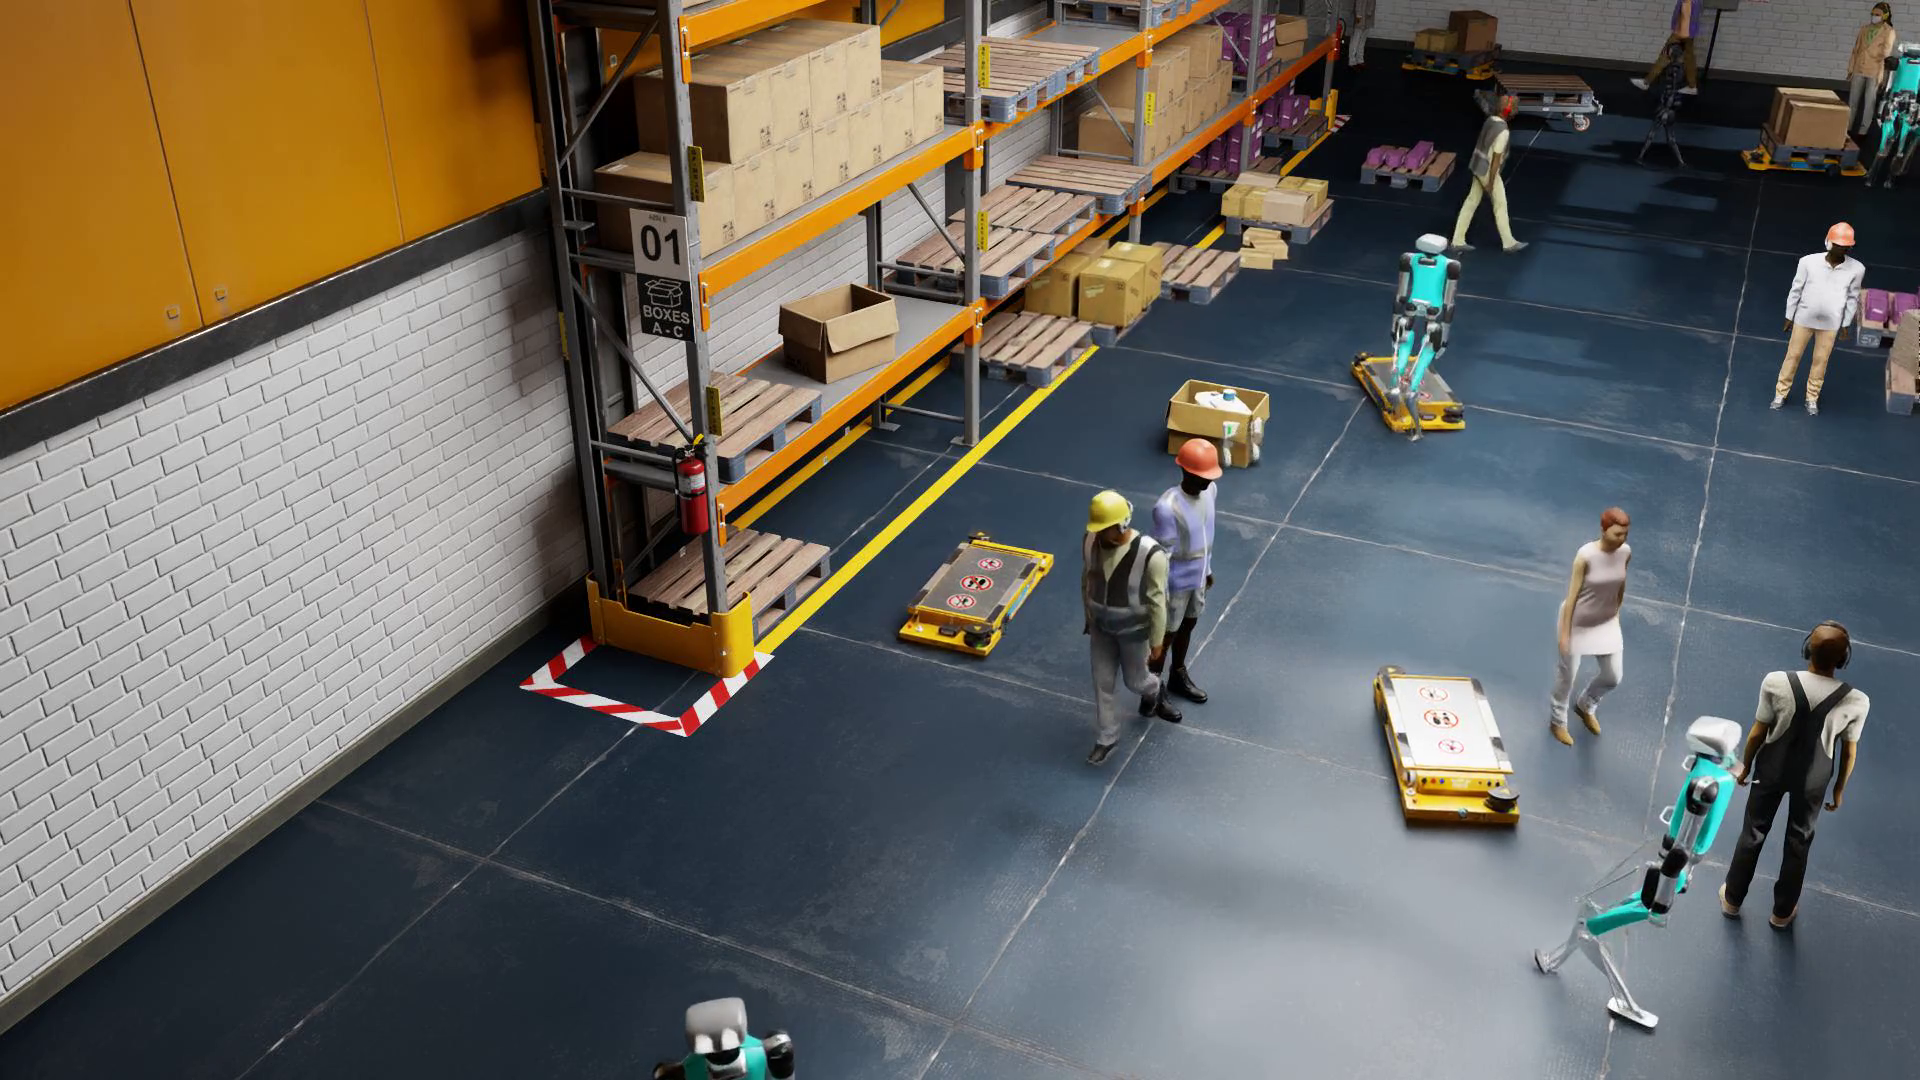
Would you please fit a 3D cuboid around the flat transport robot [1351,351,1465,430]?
[{"bbox_3d":[4.101,-1.376,15.279,0.659,0.231,1.431,-1,28,-3],"label":"flat transport robot"}]

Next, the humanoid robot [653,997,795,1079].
[{"bbox_3d":[-0.931,2.459,6.693,0.548,1.859,0.695,-9,30,-17],"label":"humanoid robot"}]

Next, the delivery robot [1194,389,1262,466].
[{"bbox_3d":[2.287,-1.013,14.313,0.499,0.602,0.801,-9,30,-16],"label":"delivery robot"}]

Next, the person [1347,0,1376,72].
[{"bbox_3d":[6.564,-8.555,26.950,0.364,1.830,0.502,25,37,38],"label":"person"}]

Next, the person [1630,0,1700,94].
[{"bbox_3d":[11.010,-7.820,25.529,0.999,1.875,0.567,18,33,30],"label":"person"}]

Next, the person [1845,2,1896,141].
[{"bbox_3d":[12.638,-6.522,23.147,0.390,1.871,0.548,-17,33,-28],"label":"person"}]

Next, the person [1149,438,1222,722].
[{"bbox_3d":[1.441,0.238,10.533,0.371,1.933,0.551,24,37,37],"label":"person"}]

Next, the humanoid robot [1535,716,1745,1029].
[{"bbox_3d":[3.274,1.622,8.253,0.834,1.858,0.568,17,33,29],"label":"humanoid robot"}]

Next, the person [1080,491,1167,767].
[{"bbox_3d":[1.015,0.487,10.225,0.615,1.785,0.723,17,33,29],"label":"person"}]

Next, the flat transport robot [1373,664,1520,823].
[{"bbox_3d":[3.018,1.255,10.402,0.659,0.231,1.431,2,28,4],"label":"flat transport robot"}]

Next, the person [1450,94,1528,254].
[{"bbox_3d":[6.066,-4.114,18.743,0.908,1.800,0.576,-4,29,-6],"label":"person"}]

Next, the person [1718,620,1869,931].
[{"bbox_3d":[4.384,1.246,8.760,0.512,1.842,0.329,13,31,23],"label":"person"}]

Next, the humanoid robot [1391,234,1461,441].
[{"bbox_3d":[3.889,-1.697,14.319,0.544,1.771,0.725,17,33,29],"label":"humanoid robot"}]

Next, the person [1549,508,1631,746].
[{"bbox_3d":[3.889,0.544,10.261,0.460,1.645,0.351,-5,29,-9],"label":"person"}]

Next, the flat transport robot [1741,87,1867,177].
[{"bbox_3d":[11.207,-5.045,22.084,1.431,0.231,0.659,7,29,13],"label":"flat transport robot"}]

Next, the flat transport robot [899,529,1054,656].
[{"bbox_3d":[0.142,0.367,12.048,0.659,0.231,1.431,11,30,19],"label":"flat transport robot"}]

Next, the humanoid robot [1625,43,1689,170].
[{"bbox_3d":[9.316,-5.694,21.866,0.785,1.635,0.605,6,29,12],"label":"humanoid robot"}]

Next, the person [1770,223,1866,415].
[{"bbox_3d":[7.651,-1.977,14.824,0.568,1.755,0.319,11,30,20],"label":"person"}]

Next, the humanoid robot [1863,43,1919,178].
[{"bbox_3d":[12.174,-5.521,21.437,0.893,1.774,0.567,-14,31,-25],"label":"humanoid robot"}]

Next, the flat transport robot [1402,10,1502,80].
[{"bbox_3d":[7.987,-7.705,27.015,1.431,0.231,0.659,22,35,35],"label":"flat transport robot"}]

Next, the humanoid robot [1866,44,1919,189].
[{"bbox_3d":[11.881,-5.299,21.037,0.532,1.789,0.789,14,31,24],"label":"humanoid robot"}]
